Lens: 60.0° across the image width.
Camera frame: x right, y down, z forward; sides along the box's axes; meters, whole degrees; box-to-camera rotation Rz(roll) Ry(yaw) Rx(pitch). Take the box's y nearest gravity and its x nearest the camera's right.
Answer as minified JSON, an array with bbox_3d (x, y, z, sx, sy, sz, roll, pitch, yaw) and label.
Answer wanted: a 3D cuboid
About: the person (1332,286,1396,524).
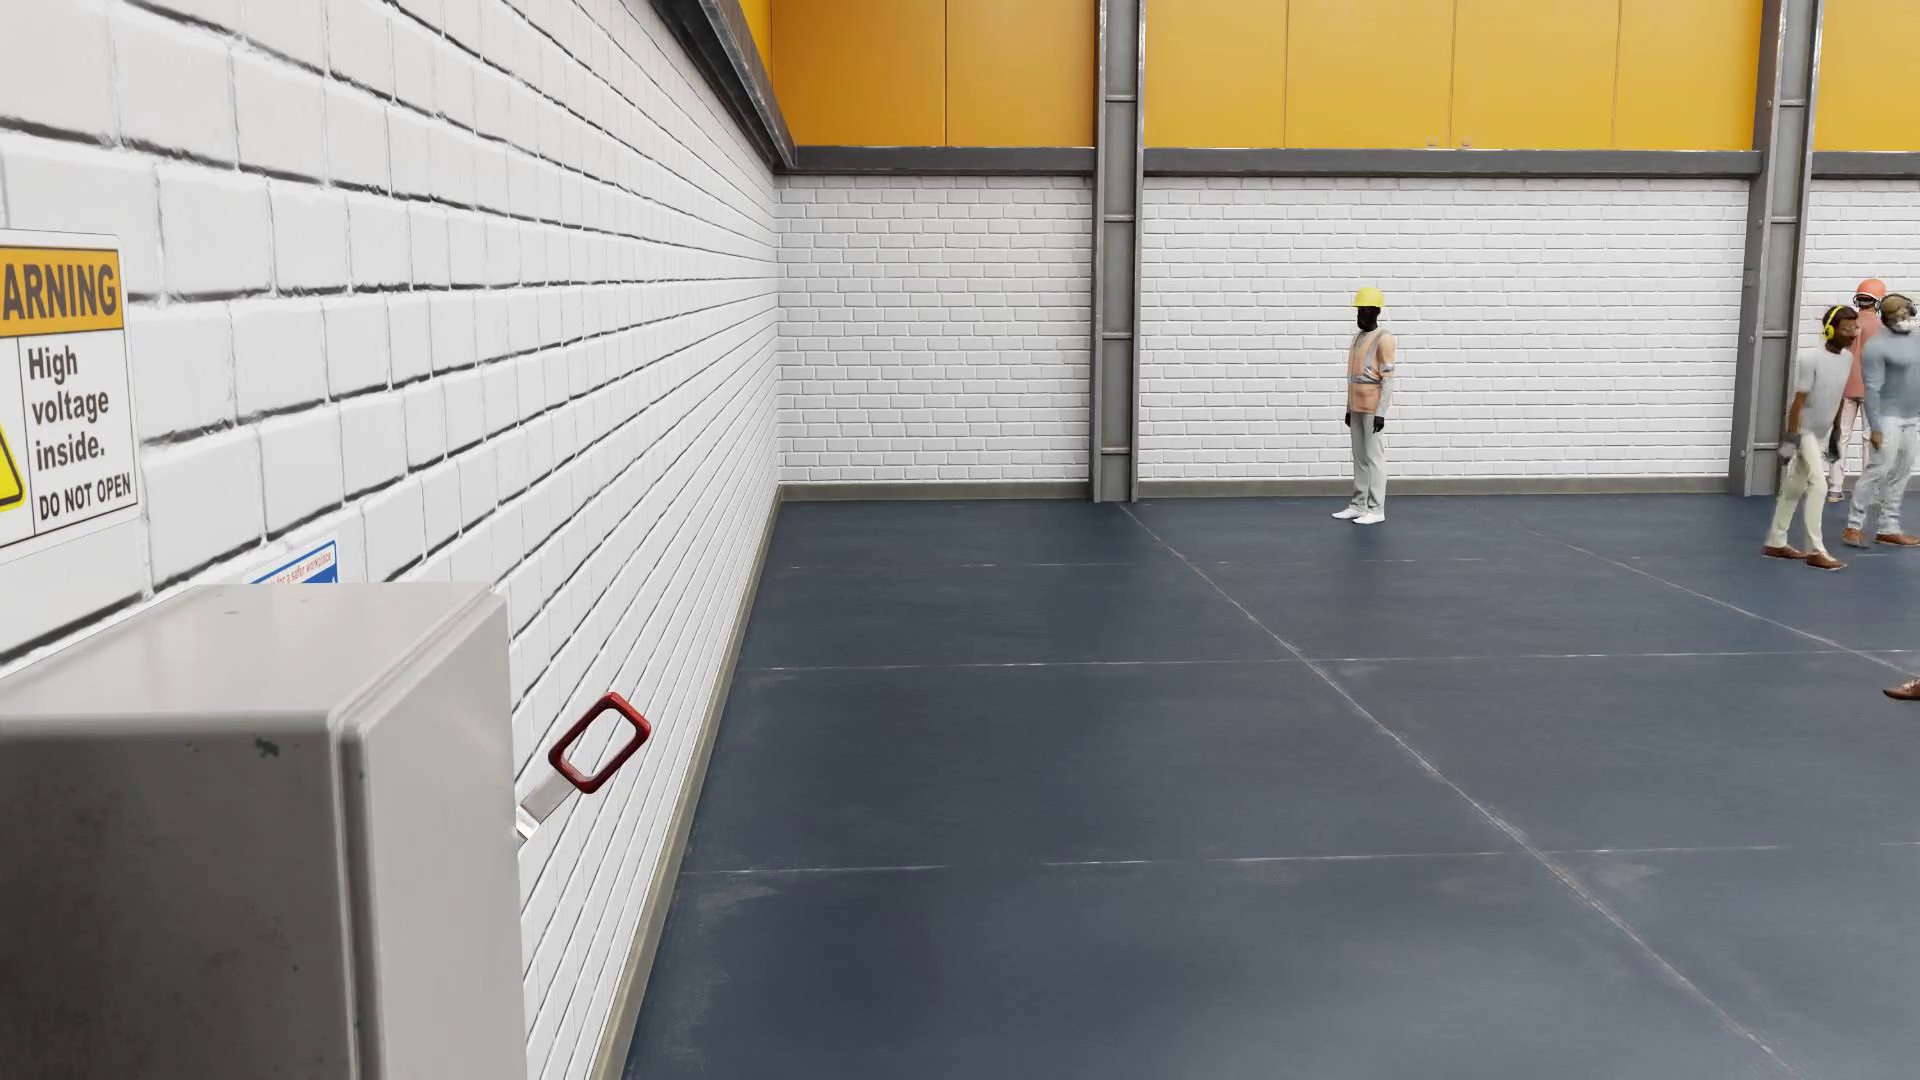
[{"bbox_3d":[3.320,-1.096,13.584,0.353,1.930,0.590,-3,9,-16],"label":"person"}]

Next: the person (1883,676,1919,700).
[{"bbox_3d":[4.932,-0.120,7.673,0.957,1.869,0.648,1,9,8],"label":"person"}]

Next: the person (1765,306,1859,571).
[{"bbox_3d":[5.939,-0.709,11.568,0.510,1.813,0.679,-6,11,-35],"label":"person"}]

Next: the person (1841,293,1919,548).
[{"bbox_3d":[6.893,-0.872,12.339,0.701,1.897,0.385,-4,10,-25],"label":"person"}]

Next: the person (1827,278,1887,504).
[{"bbox_3d":[7.991,-1.312,14.742,0.626,1.992,0.387,8,12,43],"label":"person"}]
